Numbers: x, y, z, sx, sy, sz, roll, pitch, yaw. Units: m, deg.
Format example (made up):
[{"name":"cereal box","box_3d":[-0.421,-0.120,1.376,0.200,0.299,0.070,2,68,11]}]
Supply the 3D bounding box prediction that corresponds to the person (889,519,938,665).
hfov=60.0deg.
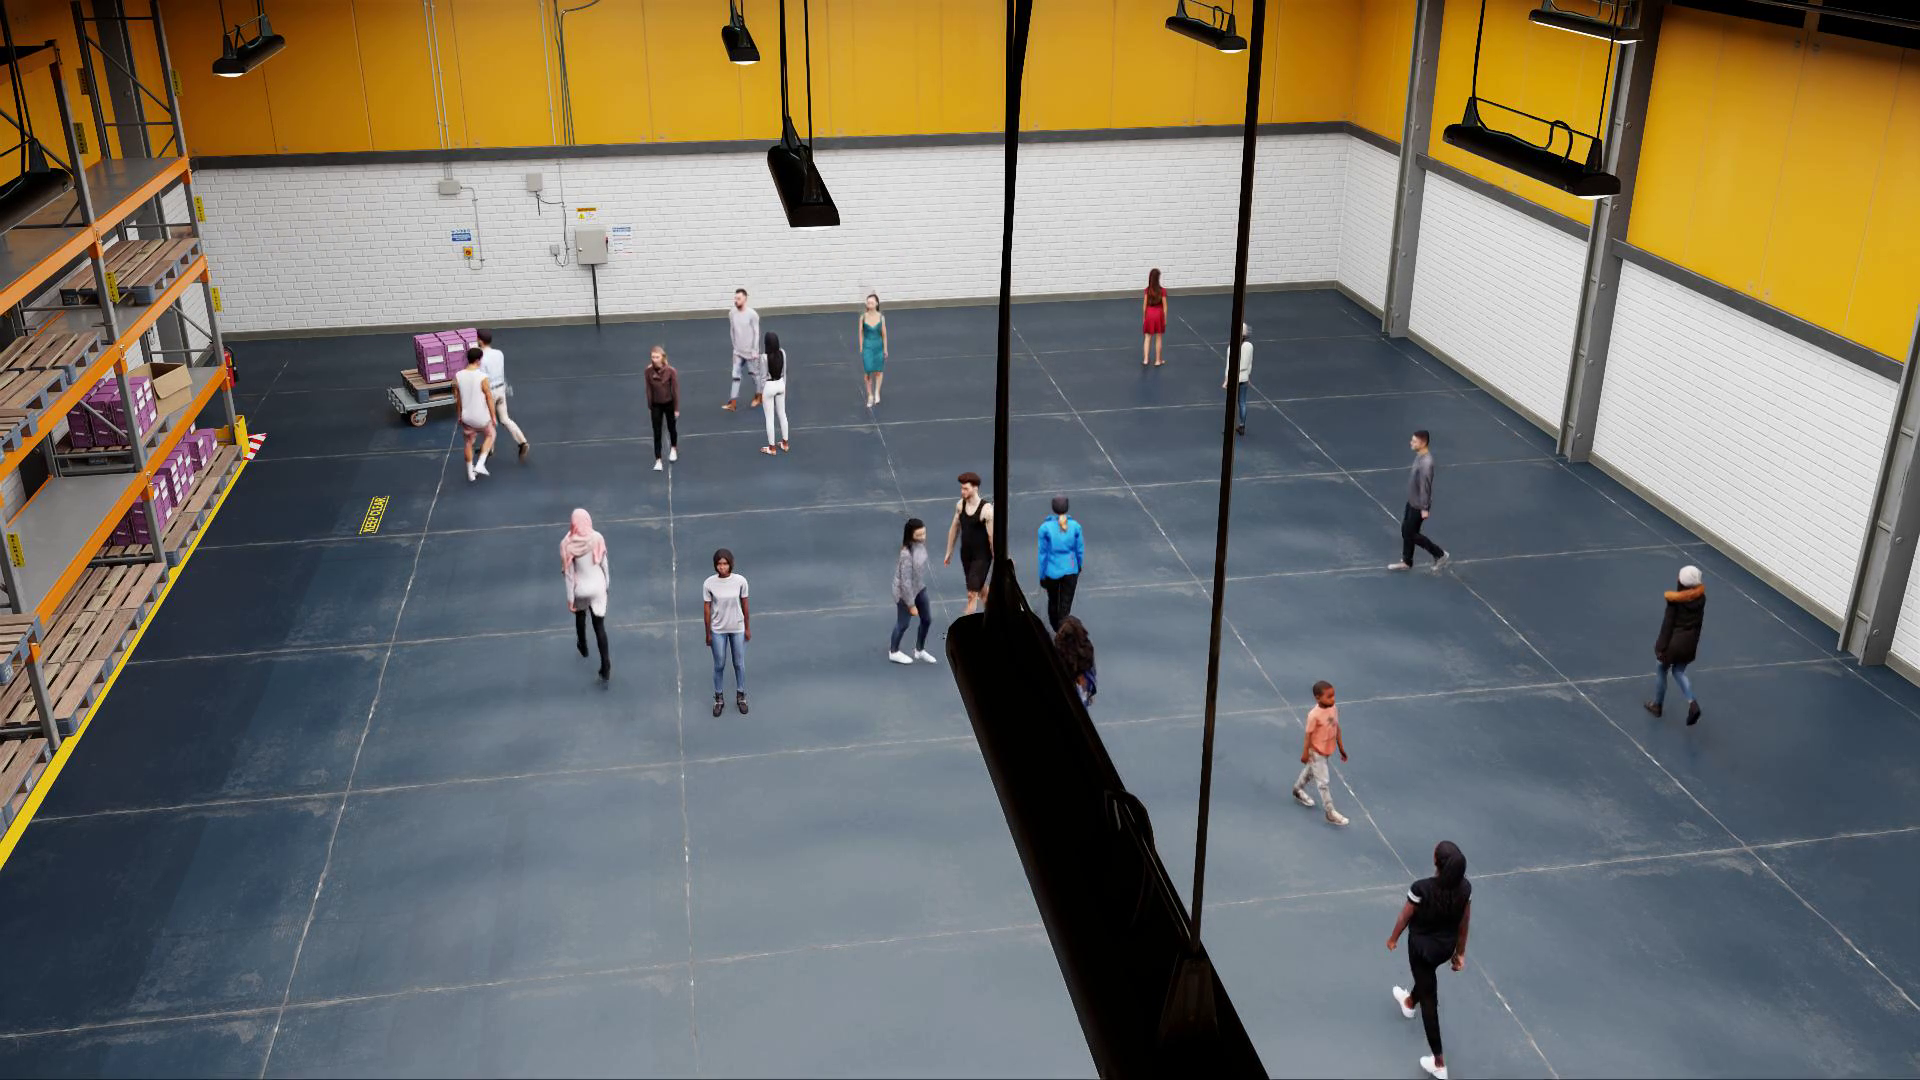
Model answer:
[{"name":"person","box_3d":[-0.554,0.521,16.972,0.896,1.688,0.840,7,25,15]}]

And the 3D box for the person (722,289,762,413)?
[{"name":"person","box_3d":[-3.097,-2.802,24.434,1.076,1.800,1.219,10,26,22]}]

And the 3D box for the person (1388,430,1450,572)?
[{"name":"person","box_3d":[5.337,-0.413,19.038,0.857,1.745,0.902,4,24,9]}]

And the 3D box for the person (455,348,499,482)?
[{"name":"person","box_3d":[-6.355,-1.596,21.730,0.873,1.755,0.861,3,24,7]}]

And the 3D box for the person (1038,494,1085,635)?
[{"name":"person","box_3d":[1.044,0.434,17.111,0.825,1.737,1.262,1,24,3]}]

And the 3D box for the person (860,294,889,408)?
[{"name":"person","box_3d":[-1.266,-2.834,24.671,0.639,1.668,0.755,-1,24,-1]}]

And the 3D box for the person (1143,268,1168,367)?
[{"name":"person","box_3d":[3.095,-3.552,26.460,0.669,1.551,0.728,9,25,20]}]

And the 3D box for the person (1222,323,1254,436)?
[{"name":"person","box_3d":[3.903,-2.271,23.411,0.621,1.647,0.560,-10,25,-21]}]

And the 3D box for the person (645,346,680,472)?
[{"name":"person","box_3d":[-3.940,-1.789,22.298,0.786,1.654,1.141,1,24,3]}]

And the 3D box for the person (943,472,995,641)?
[{"name":"person","box_3d":[0.232,0.150,17.616,1.113,1.853,1.139,-20,31,-38]}]

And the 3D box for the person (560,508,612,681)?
[{"name":"person","box_3d":[-3.705,0.580,16.758,0.837,1.752,1.262,-11,26,-23]}]

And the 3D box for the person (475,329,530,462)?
[{"name":"person","box_3d":[-6.233,-1.915,22.389,1.158,1.813,1.174,13,27,26]}]

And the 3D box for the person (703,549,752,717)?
[{"name":"person","box_3d":[-2.247,0.883,16.106,0.582,1.719,0.500,-4,24,-10]}]

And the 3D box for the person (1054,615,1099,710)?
[{"name":"person","box_3d":[1.014,1.446,14.955,0.644,1.610,0.619,-3,24,-6]}]

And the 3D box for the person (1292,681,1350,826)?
[{"name":"person","box_3d":[3.127,1.818,14.518,0.747,1.278,0.930,-18,29,-35]}]

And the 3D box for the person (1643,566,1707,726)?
[{"name":"person","box_3d":[6.901,1.032,15.890,0.698,1.619,0.927,-7,25,-16]}]

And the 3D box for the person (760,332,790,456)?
[{"name":"person","box_3d":[-2.552,-2.031,22.765,0.674,1.725,0.695,-20,31,-39]}]

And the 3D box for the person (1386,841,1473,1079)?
[{"name":"person","box_3d":[3.294,2.908,11.517,0.682,1.683,1.194,-6,24,-13]}]
